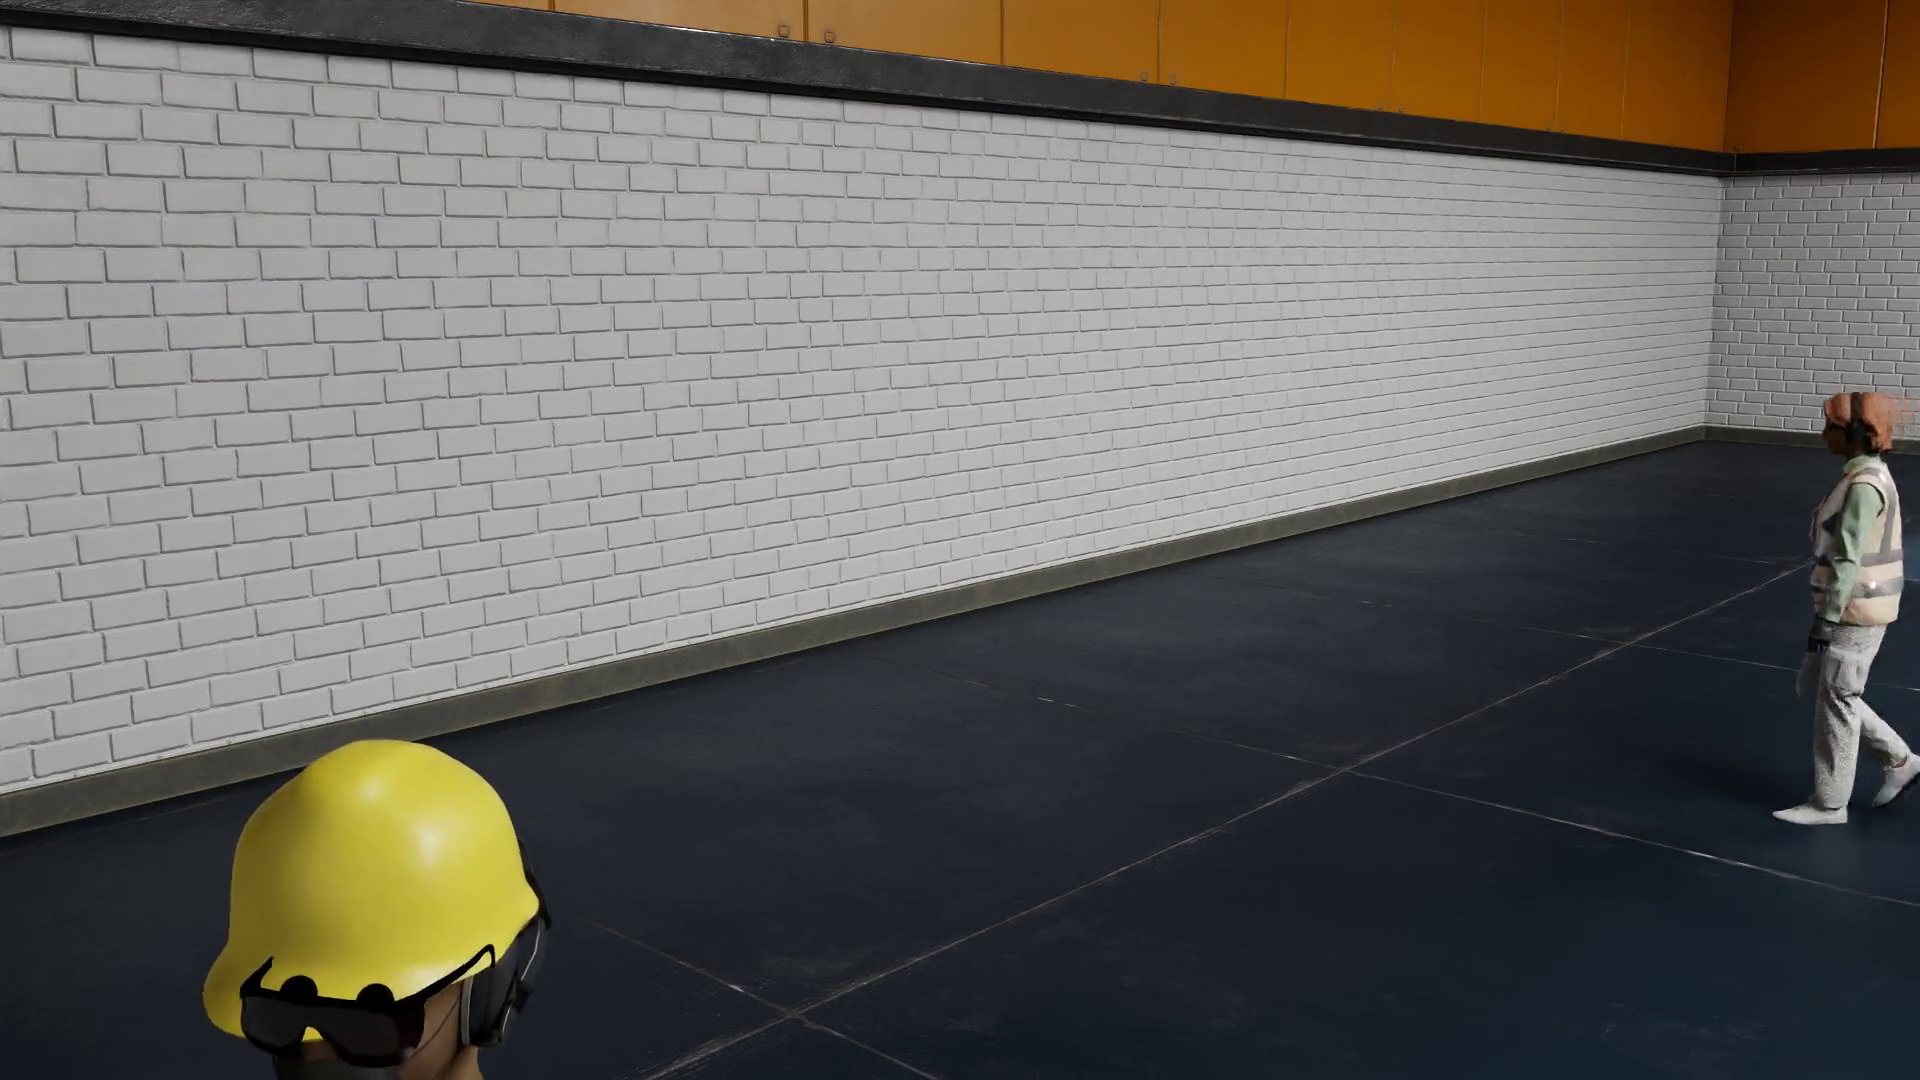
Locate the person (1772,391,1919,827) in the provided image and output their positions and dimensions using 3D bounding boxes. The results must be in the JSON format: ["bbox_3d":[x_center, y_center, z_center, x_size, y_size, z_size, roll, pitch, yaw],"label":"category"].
[{"bbox_3d":[3.273,0.271,6.036,0.436,1.623,0.514,4,11,23],"label":"person"}]

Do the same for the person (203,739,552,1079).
[{"bbox_3d":[-0.438,1.016,1.377,0.524,1.769,0.309,2,10,12],"label":"person"}]
